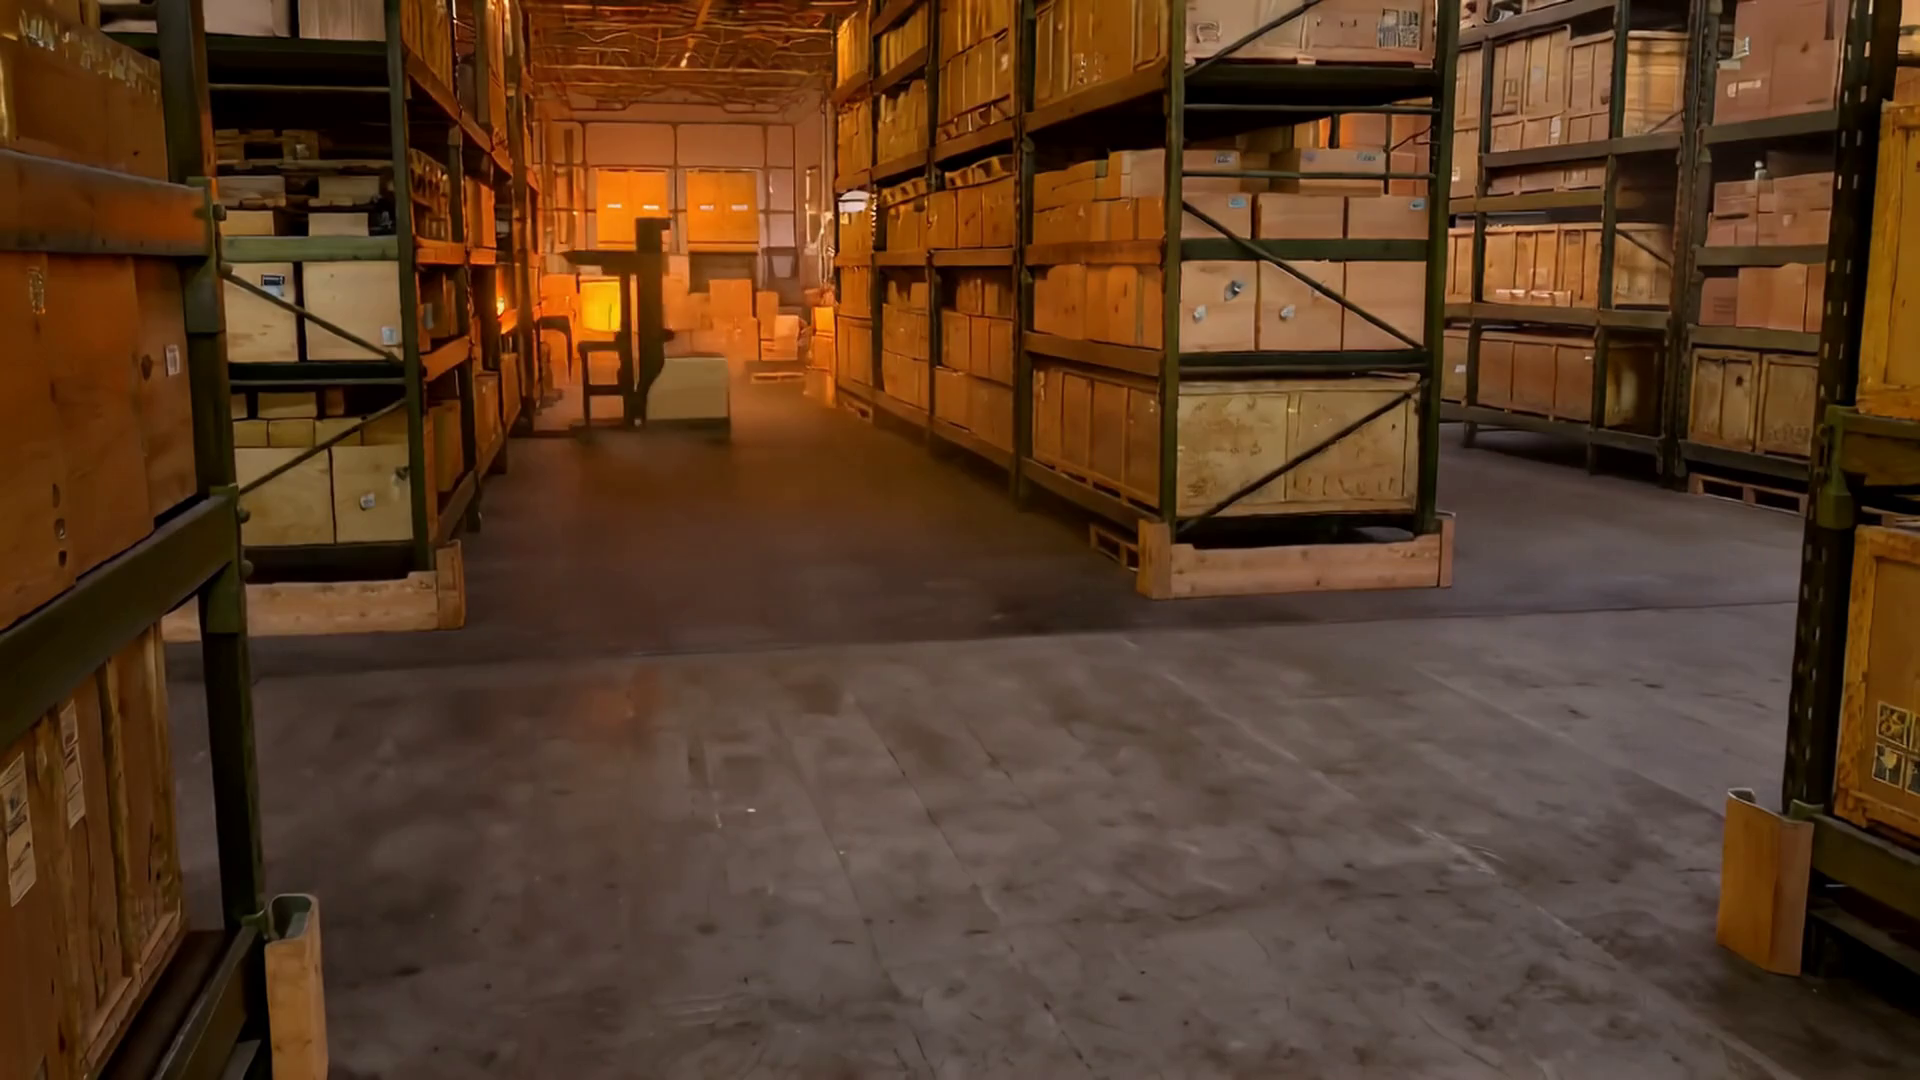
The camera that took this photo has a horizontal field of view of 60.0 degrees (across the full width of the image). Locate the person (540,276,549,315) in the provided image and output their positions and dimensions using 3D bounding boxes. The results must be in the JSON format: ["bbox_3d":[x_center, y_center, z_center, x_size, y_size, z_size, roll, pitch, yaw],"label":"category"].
[{"bbox_3d":[-14.181,-7.979,56.390,0.380,1.917,0.585,5,11,29],"label":"person"}]

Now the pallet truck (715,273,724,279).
[{"bbox_3d":[-8.580,-8.986,62.280,1.885,1.965,0.823,1,9,5],"label":"pallet truck"}]

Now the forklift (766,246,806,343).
[{"bbox_3d":[-5.128,-7.135,48.316,1.129,2.768,1.873,-2,10,-12],"label":"forklift"}]

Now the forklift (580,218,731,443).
[{"bbox_3d":[-3.910,-2.677,21.141,1.873,2.768,1.129,-2,10,-12],"label":"forklift"}]
